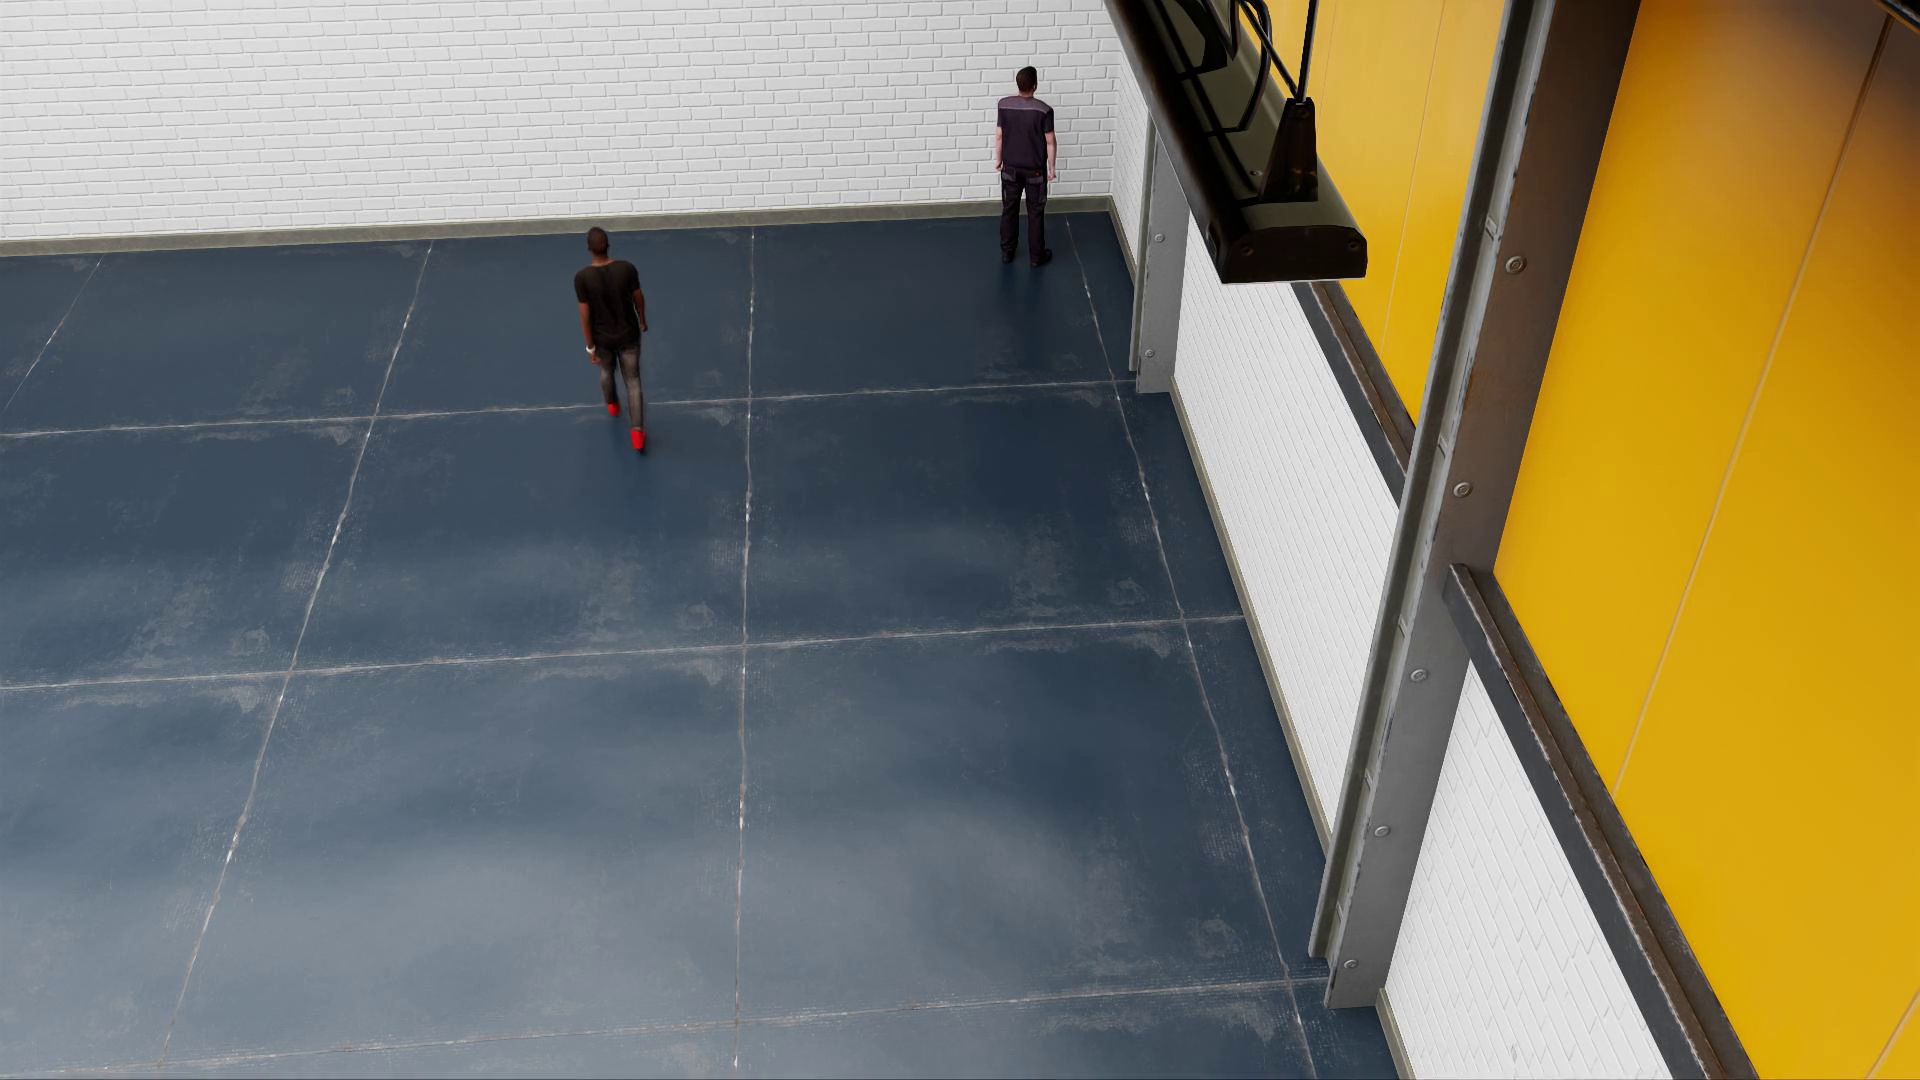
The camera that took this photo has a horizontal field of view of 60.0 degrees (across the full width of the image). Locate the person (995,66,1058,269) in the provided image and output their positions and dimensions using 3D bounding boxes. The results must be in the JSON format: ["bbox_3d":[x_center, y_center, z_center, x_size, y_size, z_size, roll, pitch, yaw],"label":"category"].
[{"bbox_3d":[0.574,-3.320,14.793,0.804,1.845,0.770,13,41,16],"label":"person"}]

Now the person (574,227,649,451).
[{"bbox_3d":[-2.574,-1.503,12.579,0.736,1.770,1.096,-9,39,-11],"label":"person"}]
